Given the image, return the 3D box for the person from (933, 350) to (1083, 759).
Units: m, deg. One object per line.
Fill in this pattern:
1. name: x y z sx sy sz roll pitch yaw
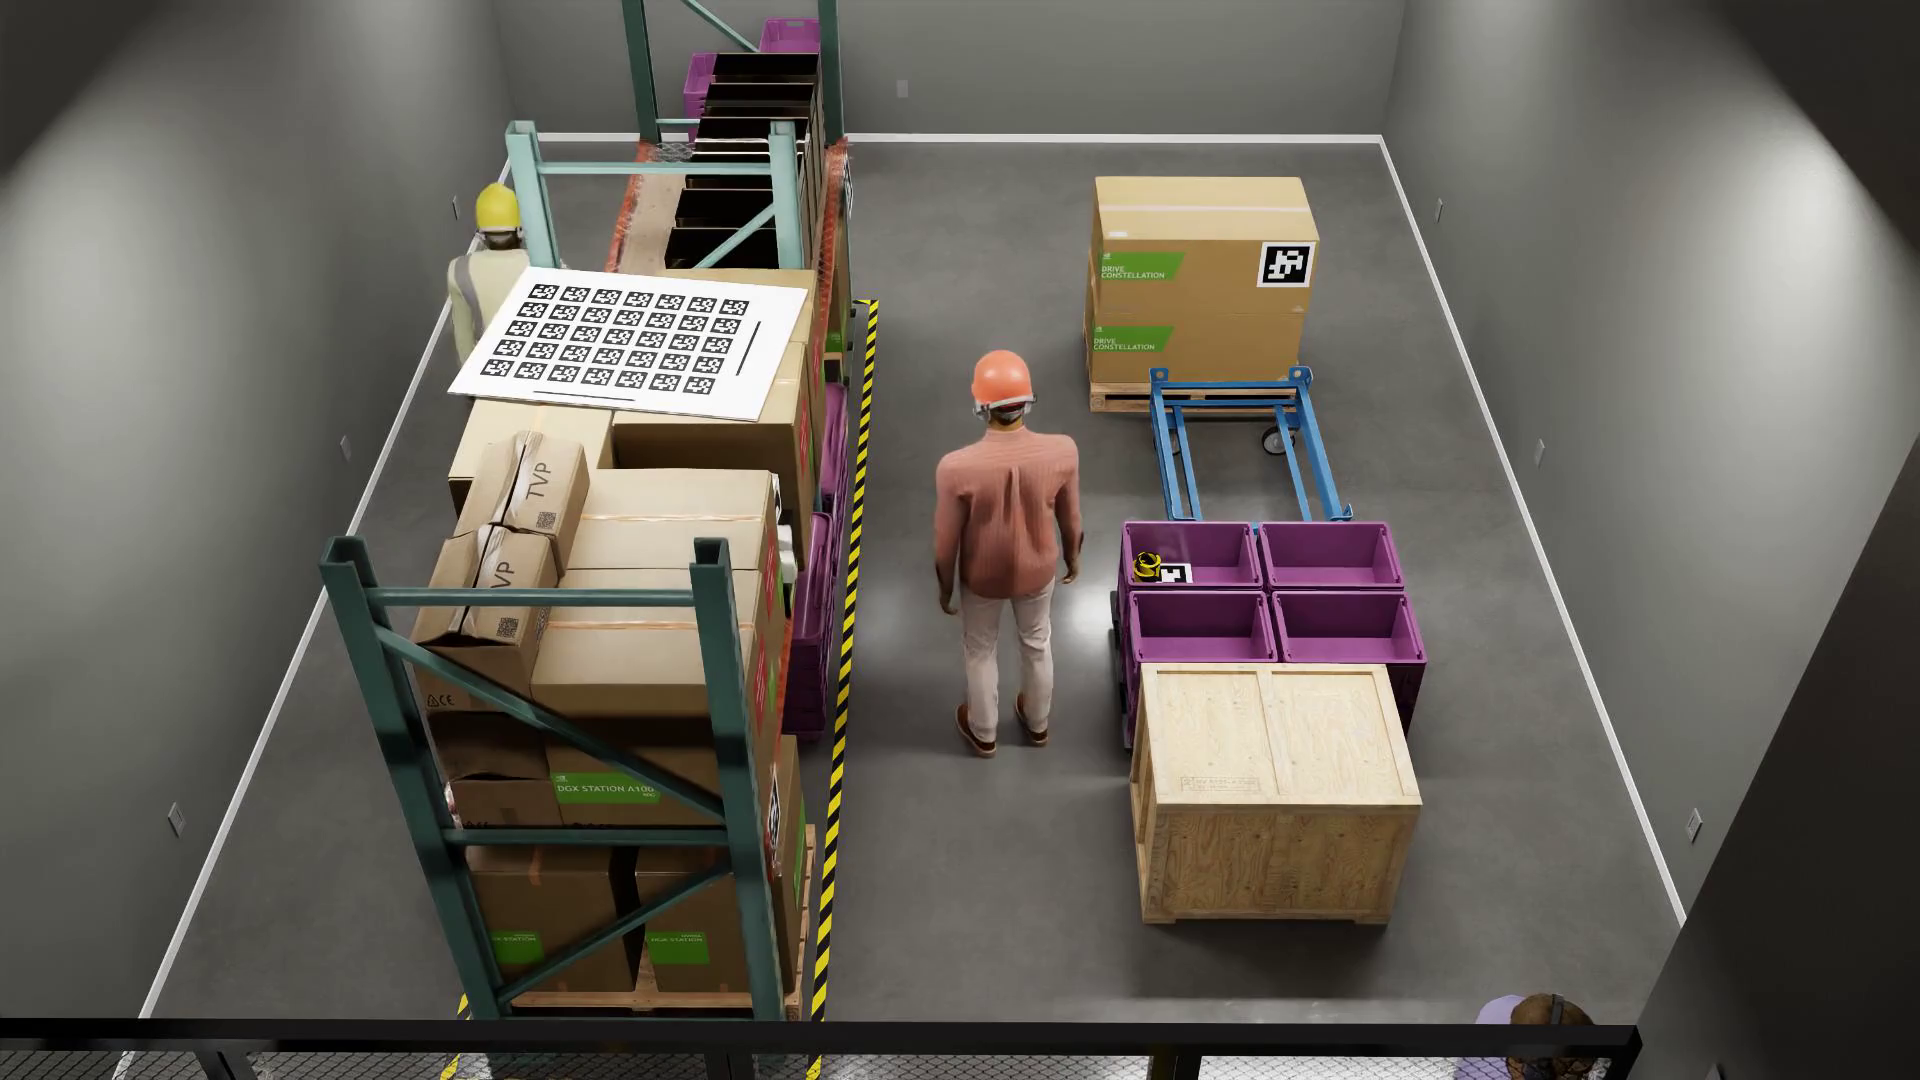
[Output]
1. person: 0.187 0.077 7.004 0.642 1.973 0.465 -10 42 -11

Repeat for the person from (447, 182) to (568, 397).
1. person: -2.157 -0.997 8.360 0.624 1.786 0.915 0 41 0

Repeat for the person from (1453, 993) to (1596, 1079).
1. person: 1.532 1.934 4.908 0.371 1.941 0.627 11 42 13
